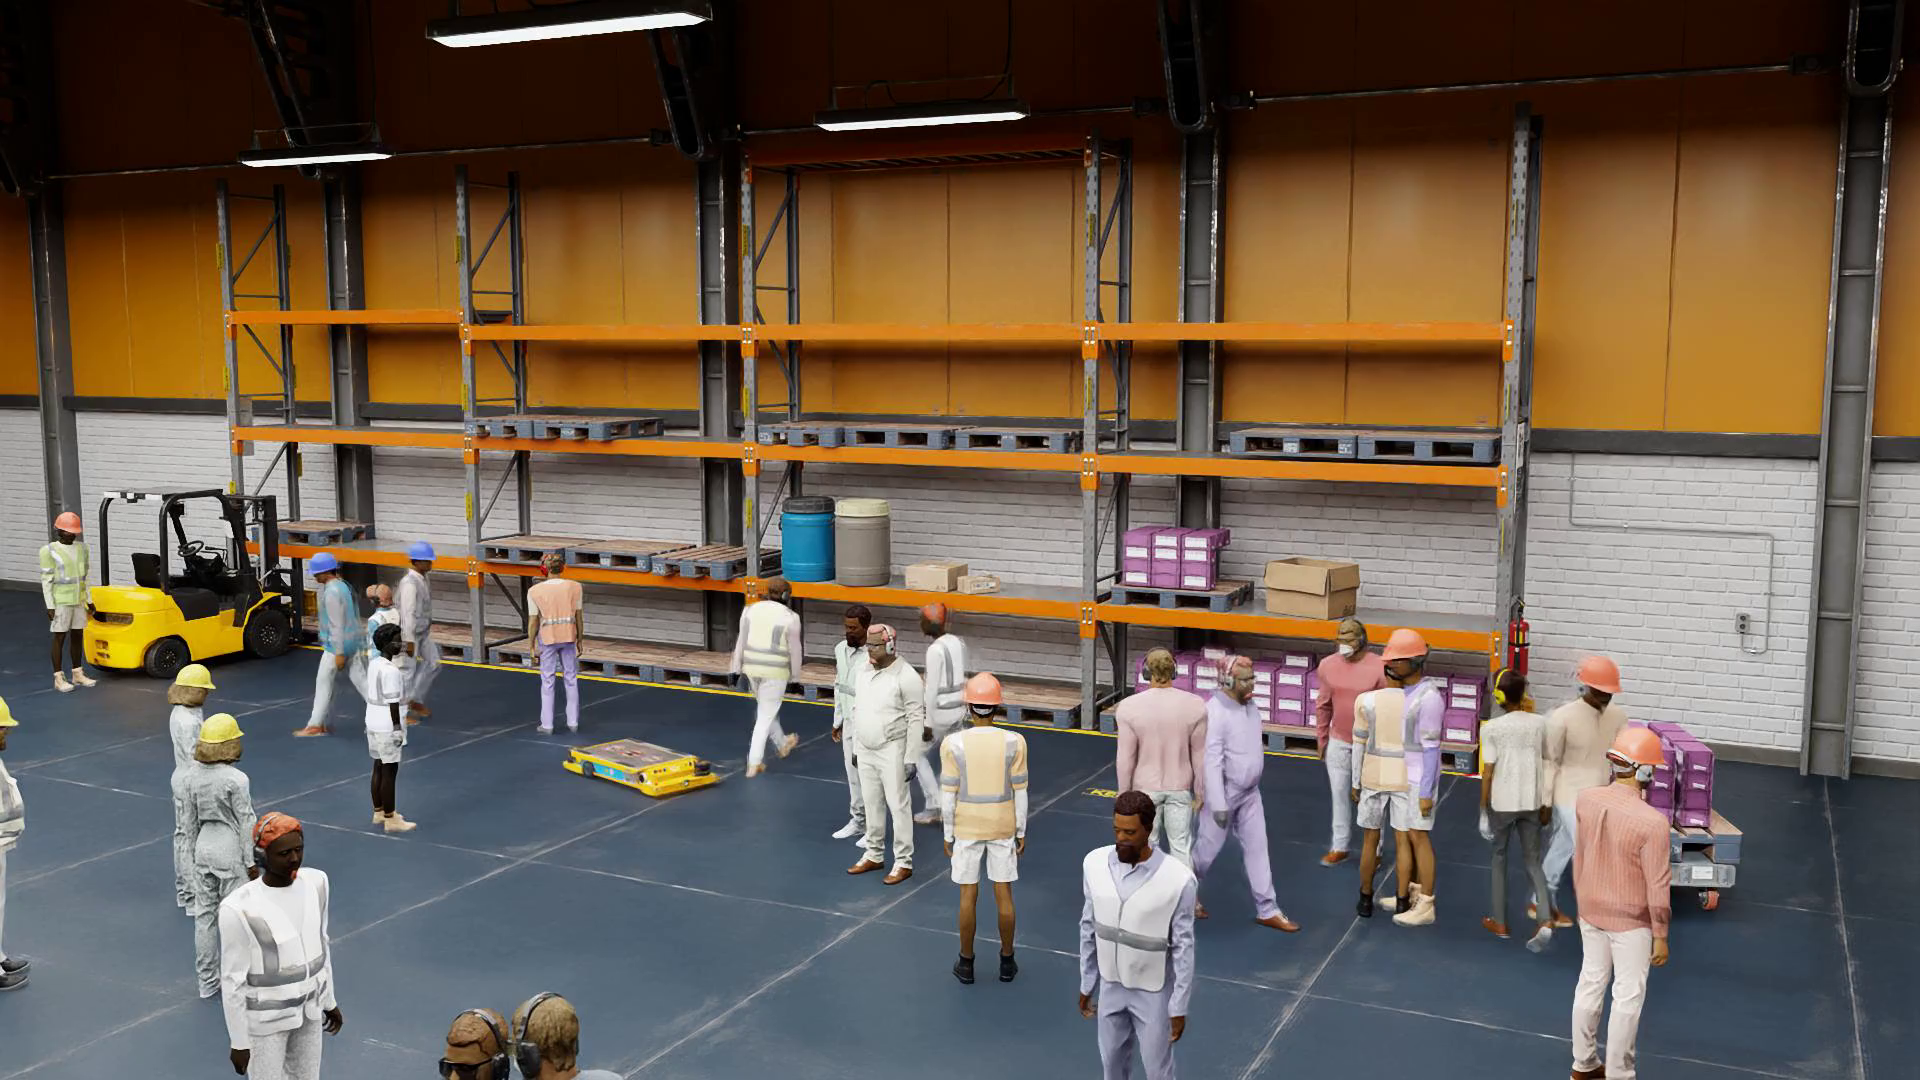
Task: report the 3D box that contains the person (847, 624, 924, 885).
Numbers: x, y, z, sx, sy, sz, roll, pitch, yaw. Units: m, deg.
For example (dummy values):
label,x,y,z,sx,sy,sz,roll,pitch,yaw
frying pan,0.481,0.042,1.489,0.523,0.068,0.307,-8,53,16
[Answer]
label,x,y,z,sx,sy,sz,roll,pitch,yaw
person,-0.572,1.560,12.219,0.654,1.906,0.406,6,9,41

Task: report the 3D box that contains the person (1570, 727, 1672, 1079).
label,x,y,z,sx,sy,sz,roll,pitch,yaw
person,3.457,1.954,8.672,0.413,1.982,0.623,-3,7,-22

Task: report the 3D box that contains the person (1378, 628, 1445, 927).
label,x,y,z,sx,sy,sz,roll,pitch,yaw
person,3.058,1.605,11.343,0.433,2.032,0.621,-1,7,-7

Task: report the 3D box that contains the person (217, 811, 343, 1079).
label,x,y,z,sx,sy,sz,roll,pitch,yaw
person,-3.035,2.145,7.473,0.340,1.882,0.585,3,8,26

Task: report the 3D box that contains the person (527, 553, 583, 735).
label,x,y,z,sx,sy,sz,roll,pitch,yaw
person,-4.063,1.048,16.750,0.560,1.836,0.394,-4,8,-30

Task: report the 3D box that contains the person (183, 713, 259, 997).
label,x,y,z,sx,sy,sz,roll,pitch,yaw
person,-4.432,1.905,10.038,0.487,1.744,0.297,2,7,18

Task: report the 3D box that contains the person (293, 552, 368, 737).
label,x,y,z,sx,sy,sz,roll,pitch,yaw
person,-6.165,1.045,16.631,0.990,1.894,0.625,-1,7,-7

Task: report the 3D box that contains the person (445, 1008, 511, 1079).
label,x,y,z,sx,sy,sz,roll,pitch,yaw
person,-1.546,2.413,5.419,0.513,1.845,0.336,1,7,10

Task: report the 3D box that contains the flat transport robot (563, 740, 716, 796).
label,x,y,z,sx,sy,sz,roll,pitch,yaw
flat transport robot,-2.911,2.030,15.027,1.431,0.197,0.652,6,9,43

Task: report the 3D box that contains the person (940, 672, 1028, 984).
label,x,y,z,sx,sy,sz,roll,pitch,yaw
person,0.147,1.778,10.287,0.544,1.939,0.354,-1,7,-5

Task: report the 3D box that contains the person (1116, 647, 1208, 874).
label,x,y,z,sx,sy,sz,roll,pitch,yaw
person,1.344,1.677,11.131,0.627,1.936,0.370,-1,7,-6

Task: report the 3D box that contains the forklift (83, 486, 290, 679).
label,x,y,z,sx,sy,sz,roll,pitch,yaw
forklift,-9.426,0.454,20.179,1.214,2.155,2.313,3,8,26

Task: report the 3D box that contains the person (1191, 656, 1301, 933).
label,x,y,z,sx,sy,sz,roll,pitch,yaw
person,1.843,1.698,11.289,0.913,1.862,0.654,6,9,42

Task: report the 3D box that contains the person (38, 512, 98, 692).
label,x,y,z,sx,sy,sz,roll,pitch,yaw
person,-10.092,0.691,18.877,0.390,2.034,0.605,3,7,21

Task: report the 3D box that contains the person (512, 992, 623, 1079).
label,x,y,z,sx,sy,sz,roll,pitch,yaw
person,-1.276,2.388,5.308,0.386,1.927,0.641,3,8,25

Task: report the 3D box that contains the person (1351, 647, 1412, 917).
label,x,y,z,sx,sy,sz,roll,pitch,yaw
person,2.968,1.650,11.422,0.549,1.924,0.388,2,7,13

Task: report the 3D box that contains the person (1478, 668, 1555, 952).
label,x,y,z,sx,sy,sz,roll,pitch,yaw
person,3.672,1.765,10.854,0.564,1.840,0.761,-1,7,-4

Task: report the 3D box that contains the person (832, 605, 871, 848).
label,x,y,z,sx,sy,sz,roll,pitch,yaw
person,-0.759,1.449,13.130,0.394,1.913,0.591,-6,9,-43

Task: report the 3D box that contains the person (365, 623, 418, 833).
label,x,y,z,sx,sy,sz,roll,pitch,yaw
person,-4.635,1.510,13.473,0.322,1.699,0.536,-5,8,-35

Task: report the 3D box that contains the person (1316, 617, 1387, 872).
label,x,y,z,sx,sy,sz,roll,pitch,yaw
person,2.956,1.528,12.464,0.633,1.928,0.398,5,9,37

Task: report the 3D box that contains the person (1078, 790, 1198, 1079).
label,x,y,z,sx,sy,sz,roll,pitch,yaw
person,0.836,2.094,7.808,0.589,1.909,0.383,5,8,35

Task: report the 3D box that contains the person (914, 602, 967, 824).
label,x,y,z,sx,sy,sz,roll,pitch,yaw
person,-0.154,1.425,13.532,0.601,1.856,0.616,3,7,21

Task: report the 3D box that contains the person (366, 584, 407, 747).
label,x,y,z,sx,sy,sz,roll,pitch,yaw
person,-5.534,1.233,16.024,0.311,1.636,0.523,1,7,7

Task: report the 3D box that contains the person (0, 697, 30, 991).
label,x,y,z,sx,sy,sz,roll,pitch,yaw
person,-5.947,1.850,10.185,0.403,1.821,0.602,-4,8,-32

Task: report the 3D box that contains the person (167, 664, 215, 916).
label,x,y,z,sx,sy,sz,roll,pitch,yaw
person,-5.309,1.725,11.564,0.311,1.735,0.484,-5,8,-34

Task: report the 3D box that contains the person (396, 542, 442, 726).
label,x,y,z,sx,sy,sz,roll,pitch,yaw
person,-5.612,0.968,17.121,0.567,1.912,0.621,0,7,-1

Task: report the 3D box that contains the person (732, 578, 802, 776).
label,x,y,z,sx,sy,sz,roll,pitch,yaw
person,-1.735,1.238,15.442,0.694,1.773,0.974,4,8,29

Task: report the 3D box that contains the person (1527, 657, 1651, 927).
label,x,y,z,sx,sy,sz,roll,pitch,yaw
person,4.156,1.704,10.912,0.639,1.921,1.058,-4,8,-28
